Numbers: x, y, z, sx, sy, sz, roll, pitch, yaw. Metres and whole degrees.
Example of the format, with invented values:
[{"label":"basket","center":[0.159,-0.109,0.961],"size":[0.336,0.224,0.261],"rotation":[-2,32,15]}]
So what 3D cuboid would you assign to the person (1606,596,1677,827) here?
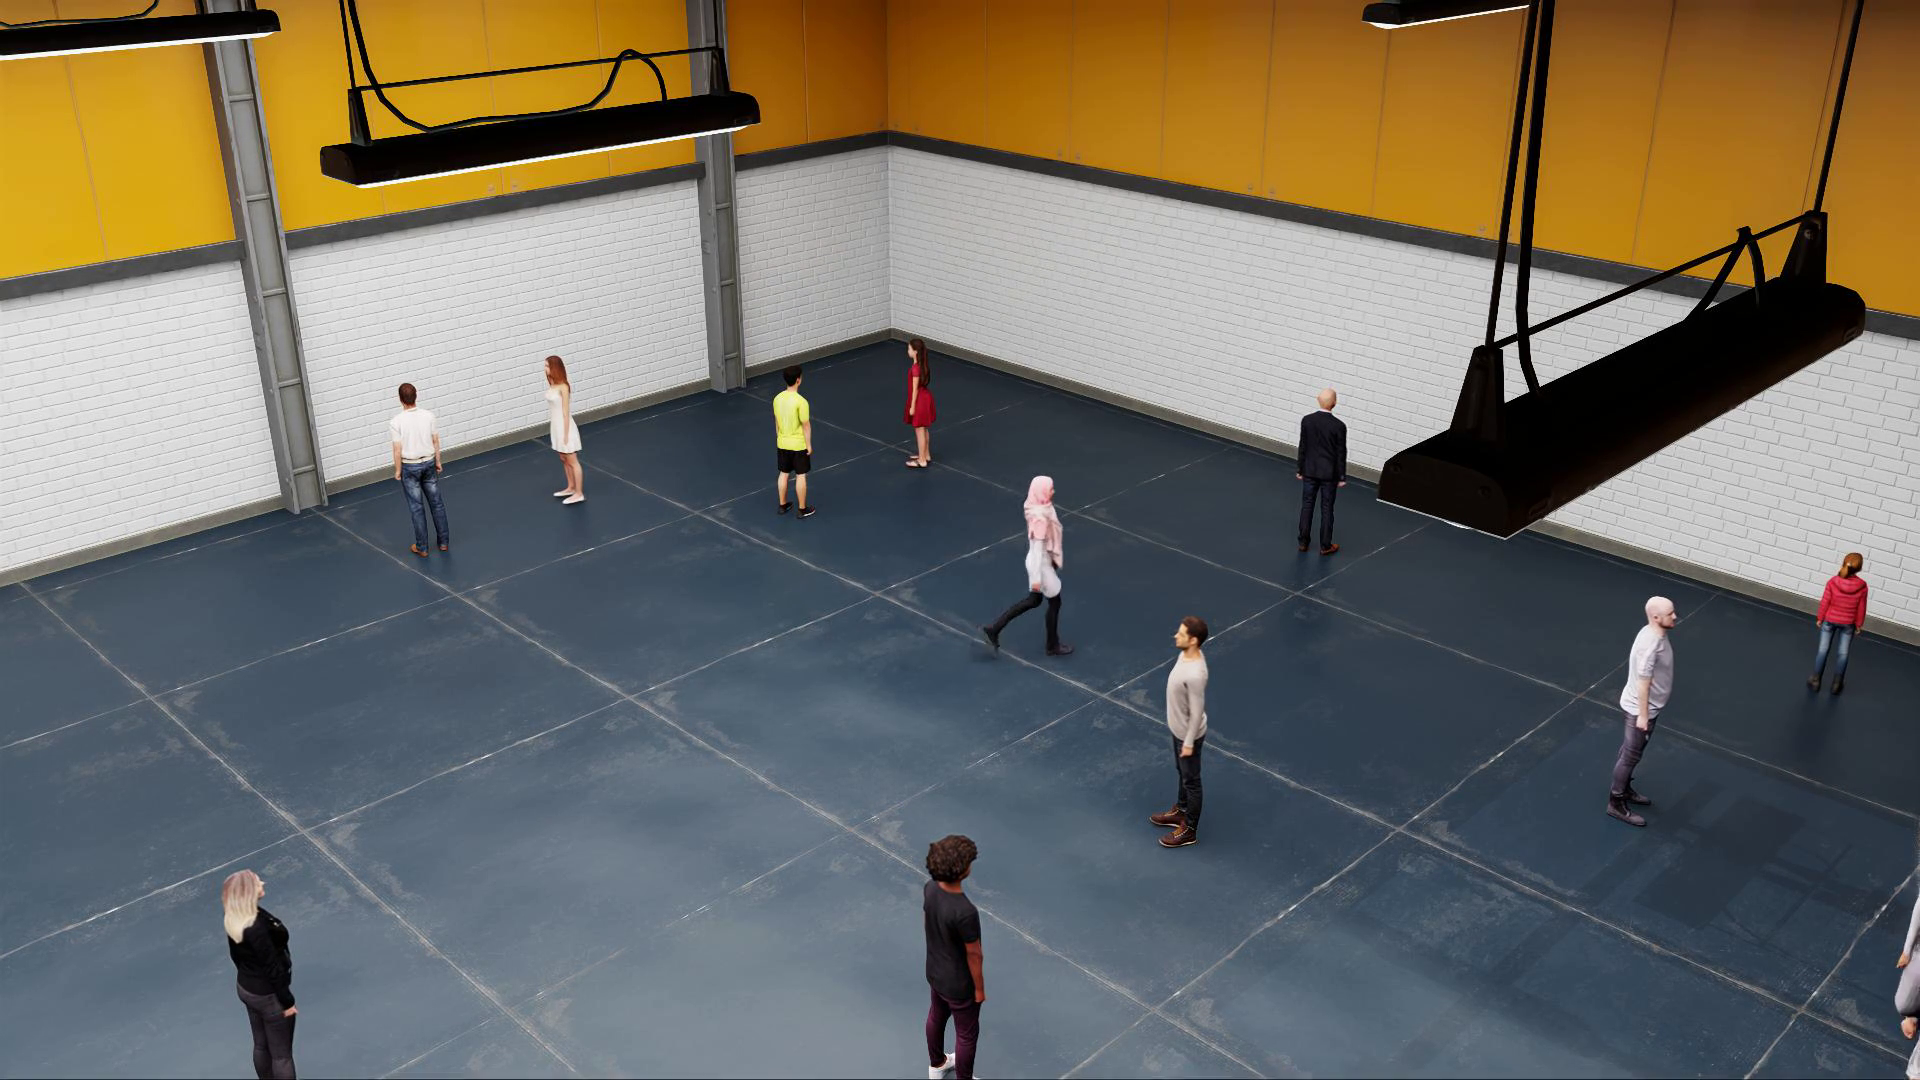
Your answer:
[{"label":"person","center":[5.231,1.267,12.759],"size":[0.781,1.833,0.626],"rotation":[12,27,26]}]

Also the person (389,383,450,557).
[{"label":"person","center":[-5.641,-0.746,17.337],"size":[0.519,1.855,0.740],"rotation":[-19,30,-36]}]

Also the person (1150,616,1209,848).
[{"label":"person","center":[1.697,1.408,12.394],"size":[0.784,1.868,0.742],"rotation":[-2,24,-4]}]

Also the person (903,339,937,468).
[{"label":"person","center":[-0.470,-1.641,19.765],"size":[0.733,1.551,0.672],"rotation":[5,24,11]}]

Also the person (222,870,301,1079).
[{"label":"person","center":[-4.080,2.666,9.744],"size":[0.622,1.685,0.558],"rotation":[18,30,36]}]

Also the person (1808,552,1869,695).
[{"label":"person","center":[7.745,0.723,14.648],"size":[0.574,1.317,0.570],"rotation":[11,26,23]}]

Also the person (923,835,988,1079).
[{"label":"person","center":[-0.036,2.538,9.913],"size":[0.598,1.784,0.629],"rotation":[-18,29,-36]}]

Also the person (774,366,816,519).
[{"label":"person","center":[-1.841,-1.084,18.297],"size":[0.661,1.705,0.611],"rotation":[13,27,27]}]

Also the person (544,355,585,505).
[{"label":"person","center":[-4.448,-1.258,18.689],"size":[0.563,1.711,0.596],"rotation":[-17,29,-33]}]

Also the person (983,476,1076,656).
[{"label":"person","center":[0.637,0.277,15.092],"size":[1.163,1.780,1.049],"rotation":[-2,24,-6]}]

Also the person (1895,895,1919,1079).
[{"label":"person","center":[5.992,2.497,10.083],"size":[0.697,1.723,0.925],"rotation":[18,29,35]}]

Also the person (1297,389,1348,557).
[{"label":"person","center":[3.765,-0.718,17.341],"size":[0.740,1.800,0.670],"rotation":[13,27,28]}]
